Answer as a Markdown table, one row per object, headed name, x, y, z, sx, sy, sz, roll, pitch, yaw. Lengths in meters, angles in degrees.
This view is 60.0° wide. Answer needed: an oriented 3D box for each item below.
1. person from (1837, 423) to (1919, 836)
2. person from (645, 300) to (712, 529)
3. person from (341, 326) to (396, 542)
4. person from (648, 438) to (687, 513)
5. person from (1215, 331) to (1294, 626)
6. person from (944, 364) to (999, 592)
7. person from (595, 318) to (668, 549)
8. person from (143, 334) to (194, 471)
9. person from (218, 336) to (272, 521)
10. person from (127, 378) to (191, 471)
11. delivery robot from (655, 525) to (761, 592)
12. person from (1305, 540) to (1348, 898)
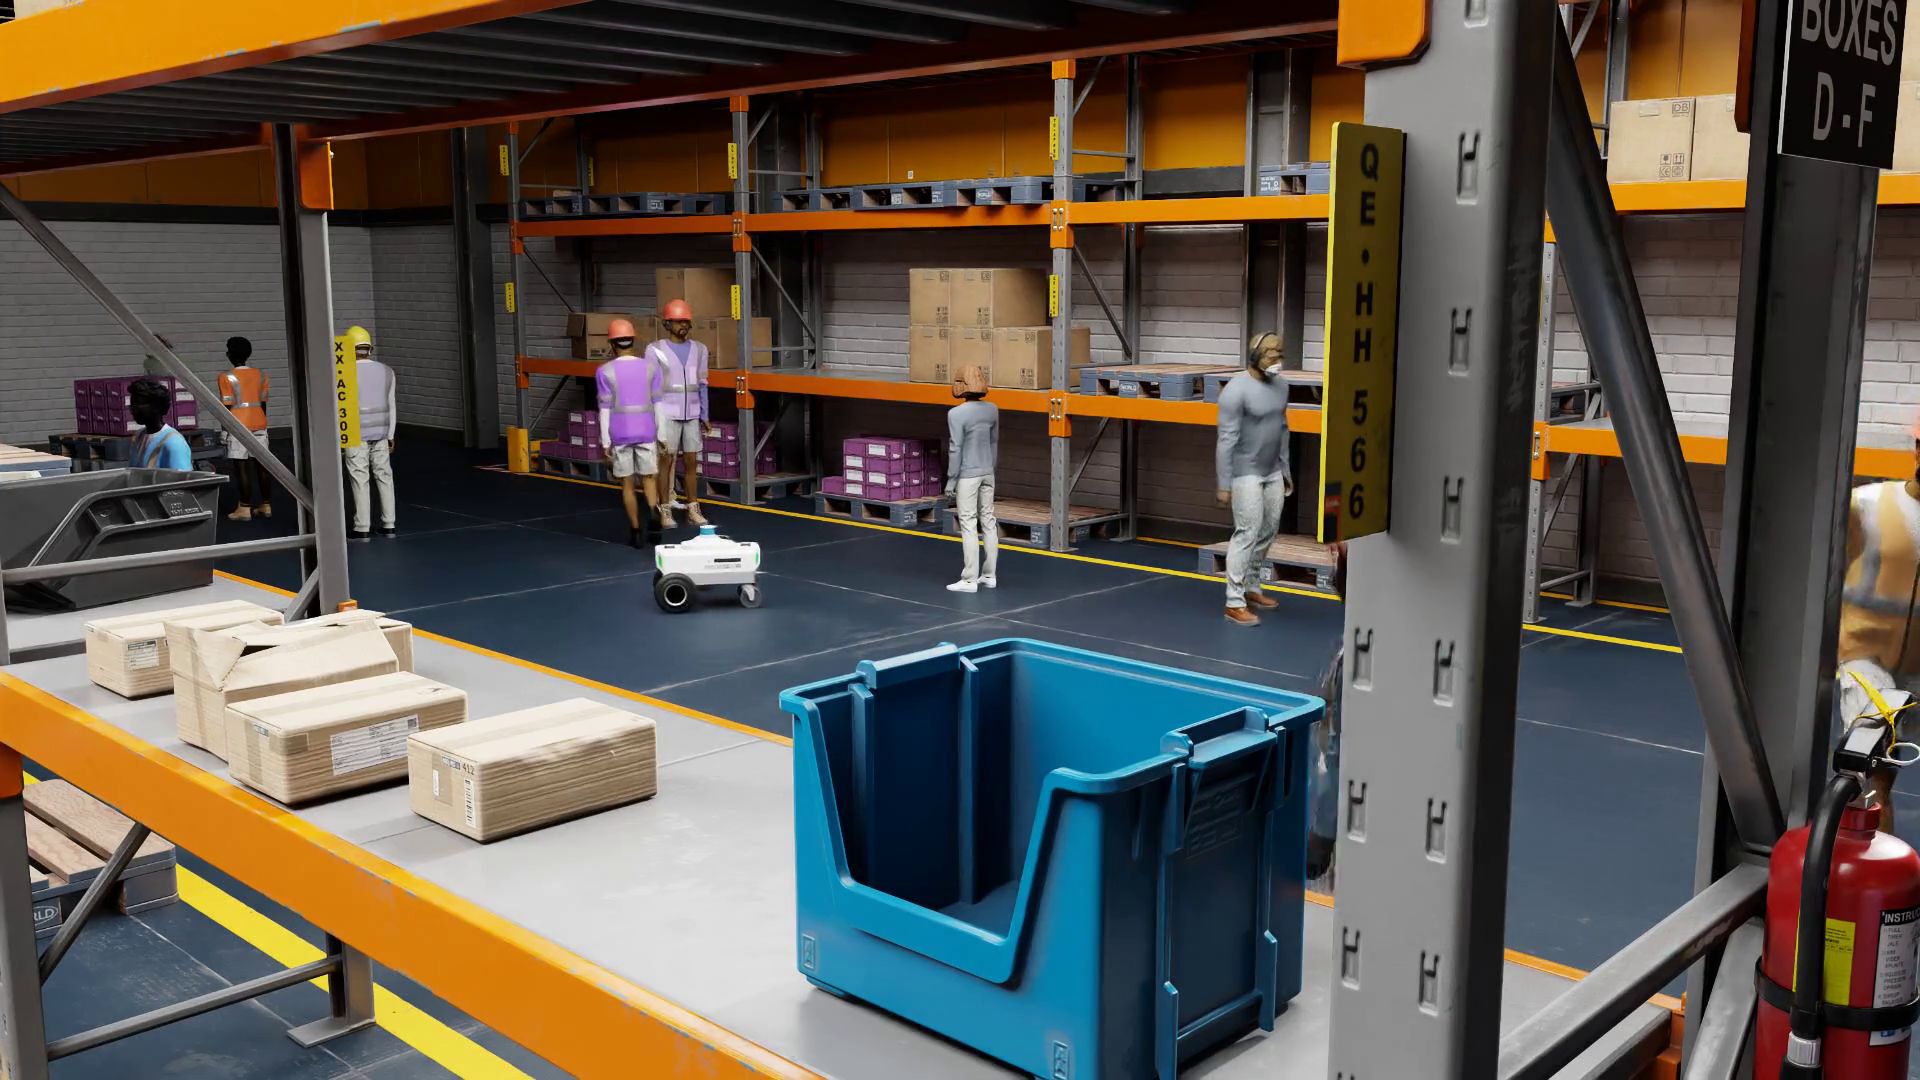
| name | x | y | z | sx | sy | sz | roll | pitch | yaw |
| --- | --- | --- | --- | --- | --- | --- | --- | --- | --- |
| person | 3.381 | 0.413 | 6.038 | 0.609 | 1.860 | 0.981 | 3 | 10 | 16 |
| person | -2.496 | -1.107 | 14.850 | 0.621 | 2.039 | 0.408 | -6 | 11 | -34 |
| person | -5.077 | -0.898 | 14.152 | 0.404 | 1.834 | 0.591 | 7 | 12 | 38 |
| person | -2.822 | -1.079 | 15.904 | 0.277 | 1.628 | 0.500 | 7 | 11 | 35 |
| person | 1.903 | -0.417 | 10.960 | 0.778 | 1.915 | 0.538 | -9 | 13 | -44 |
| person | 0.085 | -0.440 | 11.955 | 0.284 | 1.634 | 0.498 | 9 | 13 | 43 |
| person | -2.683 | -0.855 | 13.643 | 0.583 | 1.913 | 0.586 | -4 | 10 | -24 |
| person | -8.924 | -1.524 | 18.755 | 0.537 | 1.582 | 0.881 | 4 | 10 | 23 |
| person | -6.607 | -1.026 | 15.358 | 0.319 | 1.697 | 0.532 | 4 | 10 | 24 |
| person | -4.655 | -0.106 | 9.757 | 0.535 | 1.692 | 0.323 | 8 | 12 | 42 |
| delivery robot | -1.723 | 0.144 | 11.387 | 0.707 | 0.478 | 0.477 | -2 | 9 | -11 |
| person | 1.126 | 0.770 | 4.563 | 0.331 | 1.625 | 0.560 | 6 | 11 | 34 |
